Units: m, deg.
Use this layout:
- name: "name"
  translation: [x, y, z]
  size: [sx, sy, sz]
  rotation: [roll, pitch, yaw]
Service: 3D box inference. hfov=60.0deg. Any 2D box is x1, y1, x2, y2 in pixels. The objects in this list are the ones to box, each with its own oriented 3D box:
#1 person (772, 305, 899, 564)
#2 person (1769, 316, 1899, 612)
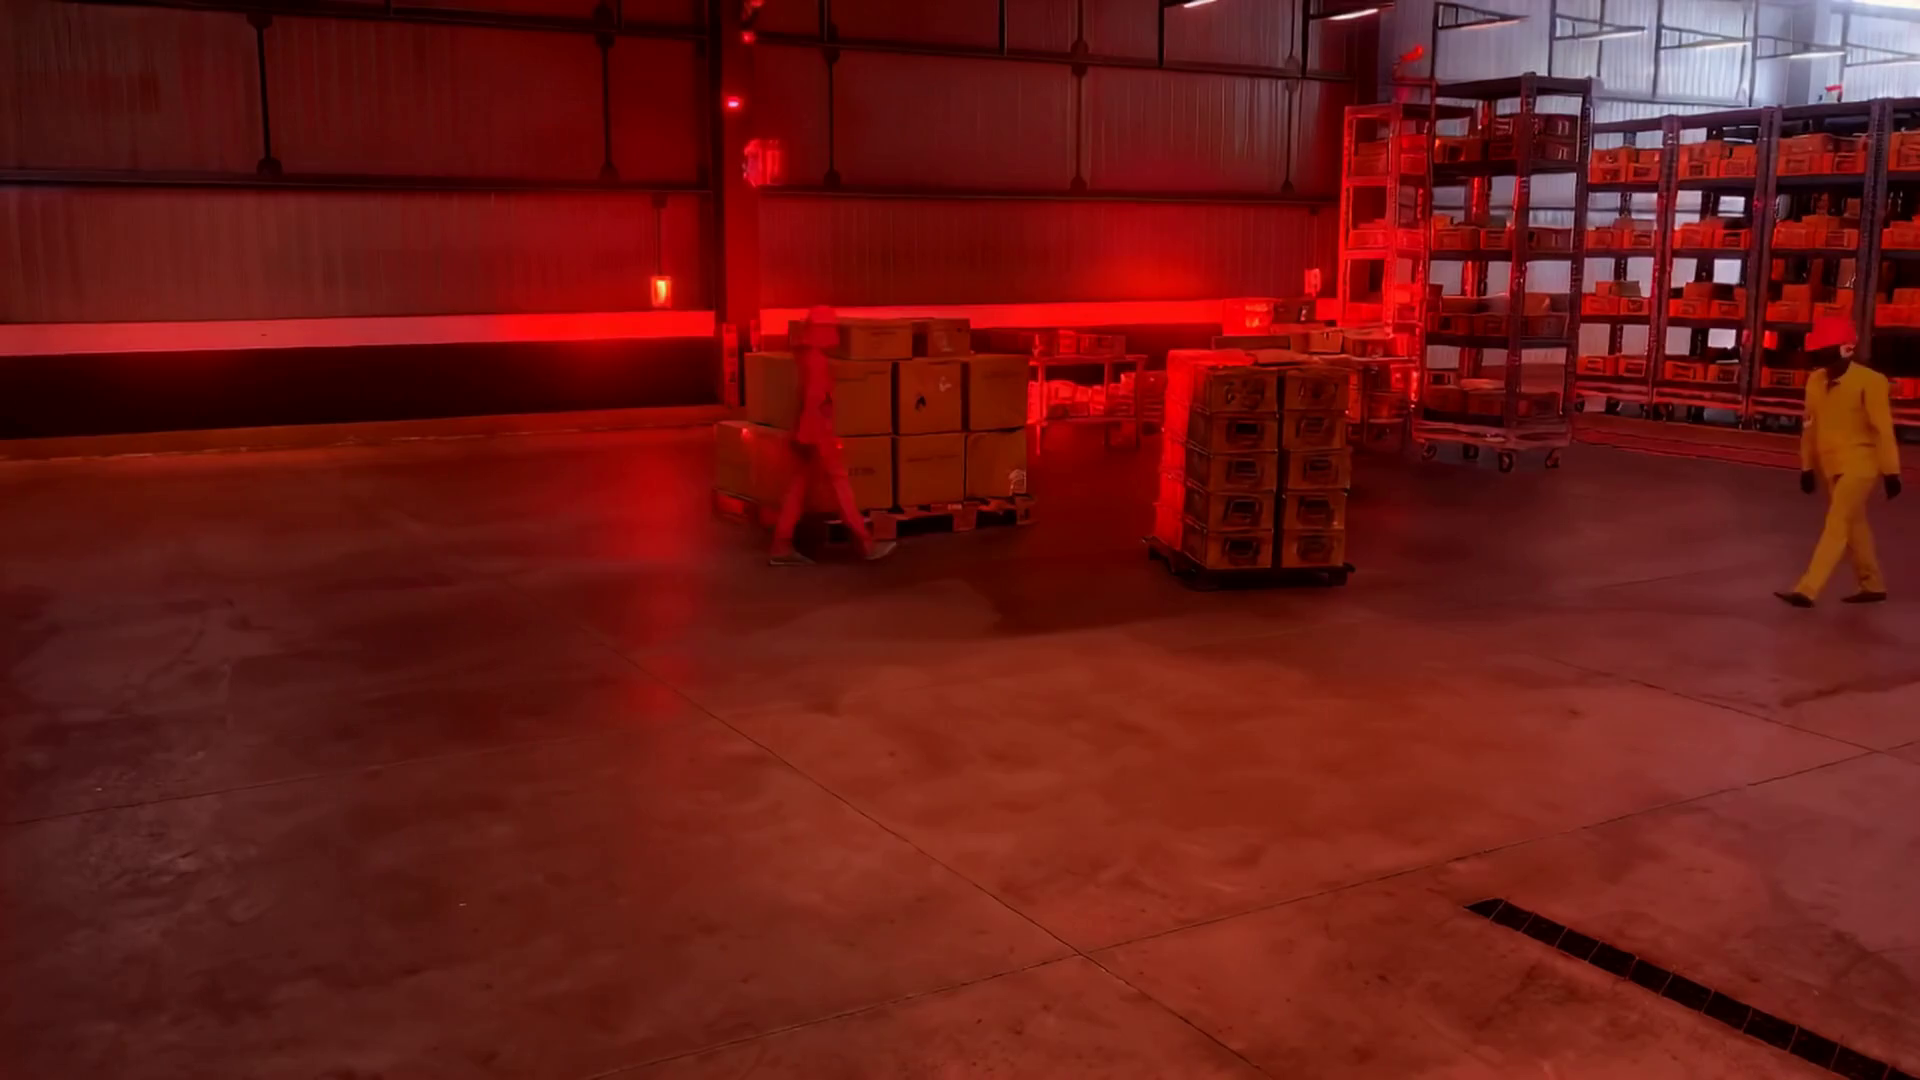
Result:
- name: "person"
  translation: [-0.844, -0.679, 10.878]
  size: [0.880, 1.681, 0.521]
  rotation: [-3, 10, -14]
- name: "person"
  translation: [5.027, -0.431, 9.505]
  size: [0.866, 1.680, 0.587]
  rotation: [-2, 10, -9]
